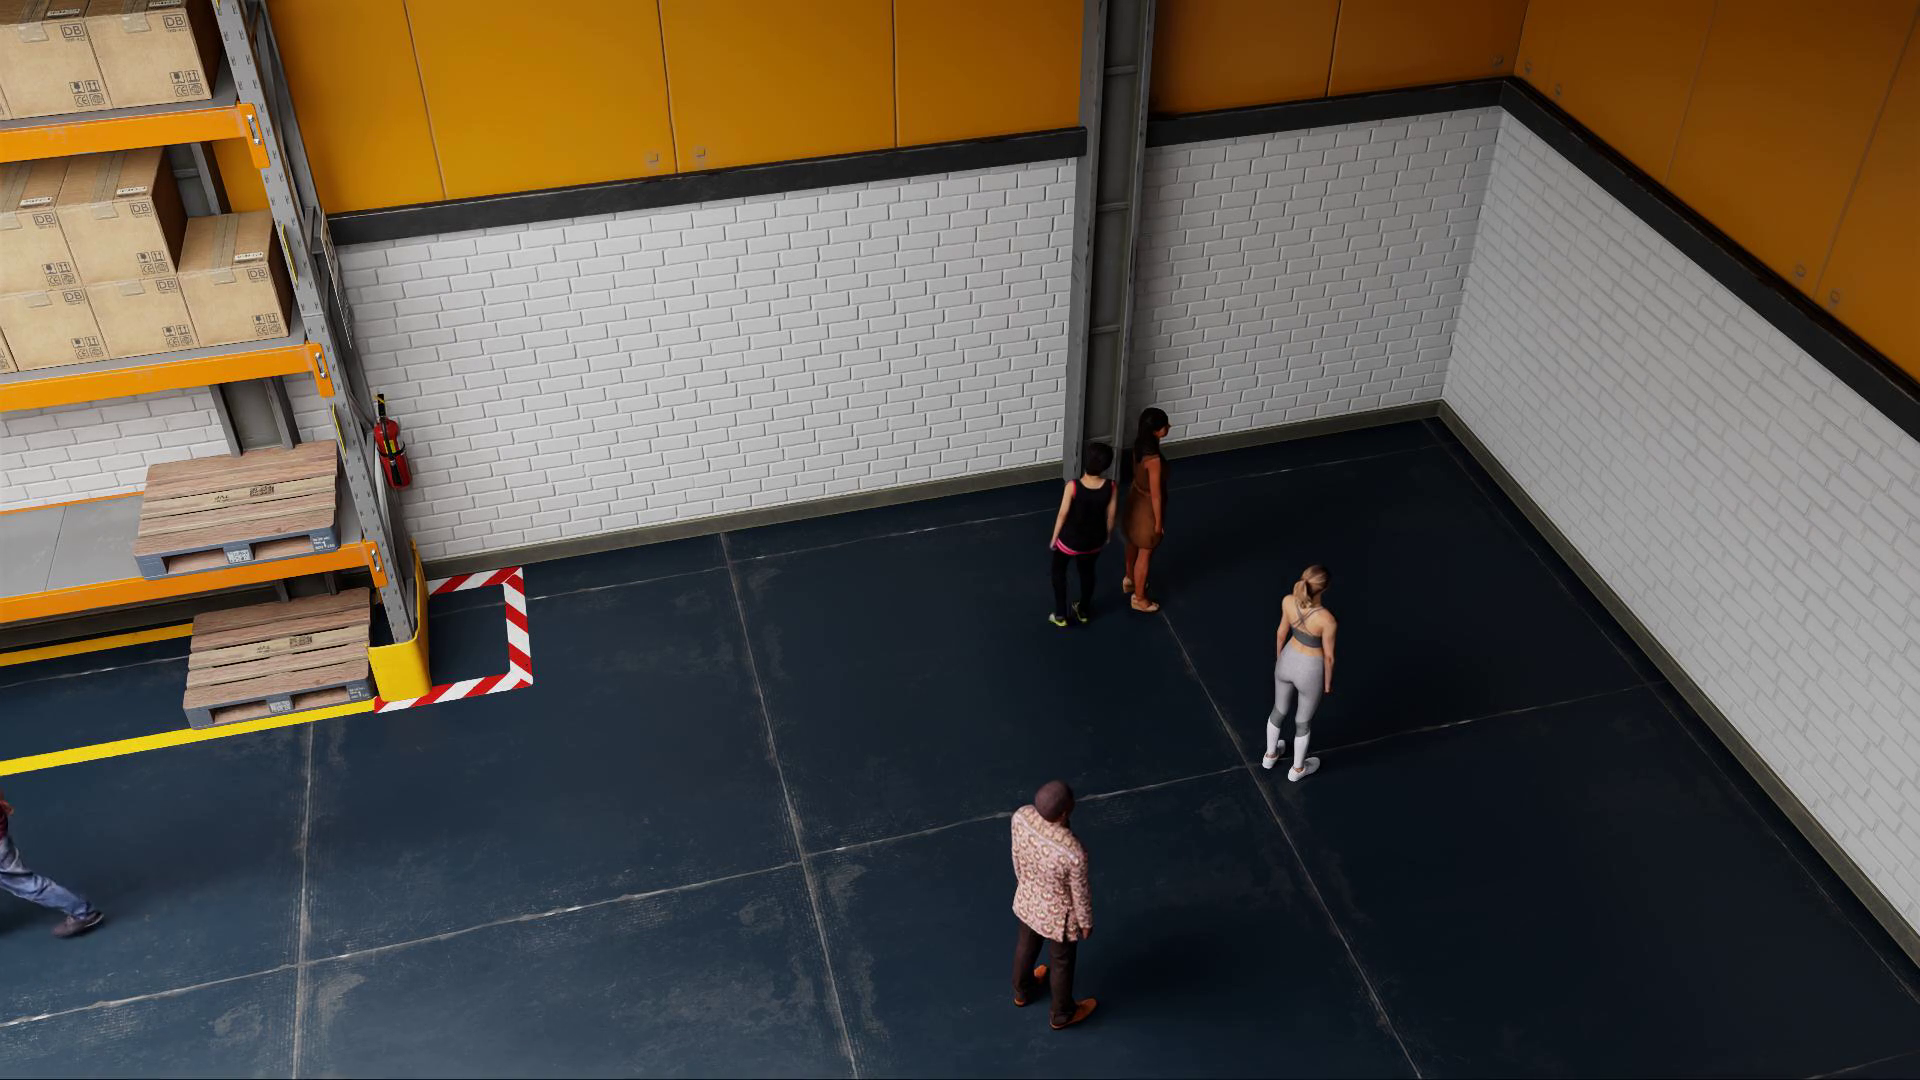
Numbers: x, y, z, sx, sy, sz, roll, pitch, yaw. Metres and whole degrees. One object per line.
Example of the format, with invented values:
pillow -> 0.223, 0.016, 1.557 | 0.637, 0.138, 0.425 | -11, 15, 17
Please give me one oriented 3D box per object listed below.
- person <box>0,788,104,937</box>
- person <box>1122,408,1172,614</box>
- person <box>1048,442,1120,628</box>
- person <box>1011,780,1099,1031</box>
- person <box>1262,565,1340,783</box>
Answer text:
person -> -5.421, 1.651, 9.365 | 1.162, 1.804, 0.713 | -13, 40, -16
person -> 1.322, -0.224, 11.804 | 0.517, 1.690, 0.566 | -7, 39, -9
person -> 0.899, -0.001, 11.652 | 0.496, 1.531, 0.675 | -11, 40, -14
person -> 0.488, 1.961, 8.975 | 0.773, 1.806, 0.780 | 30, 48, 32
person -> 2.146, 0.829, 10.475 | 0.657, 1.703, 0.695 | 29, 47, 31
